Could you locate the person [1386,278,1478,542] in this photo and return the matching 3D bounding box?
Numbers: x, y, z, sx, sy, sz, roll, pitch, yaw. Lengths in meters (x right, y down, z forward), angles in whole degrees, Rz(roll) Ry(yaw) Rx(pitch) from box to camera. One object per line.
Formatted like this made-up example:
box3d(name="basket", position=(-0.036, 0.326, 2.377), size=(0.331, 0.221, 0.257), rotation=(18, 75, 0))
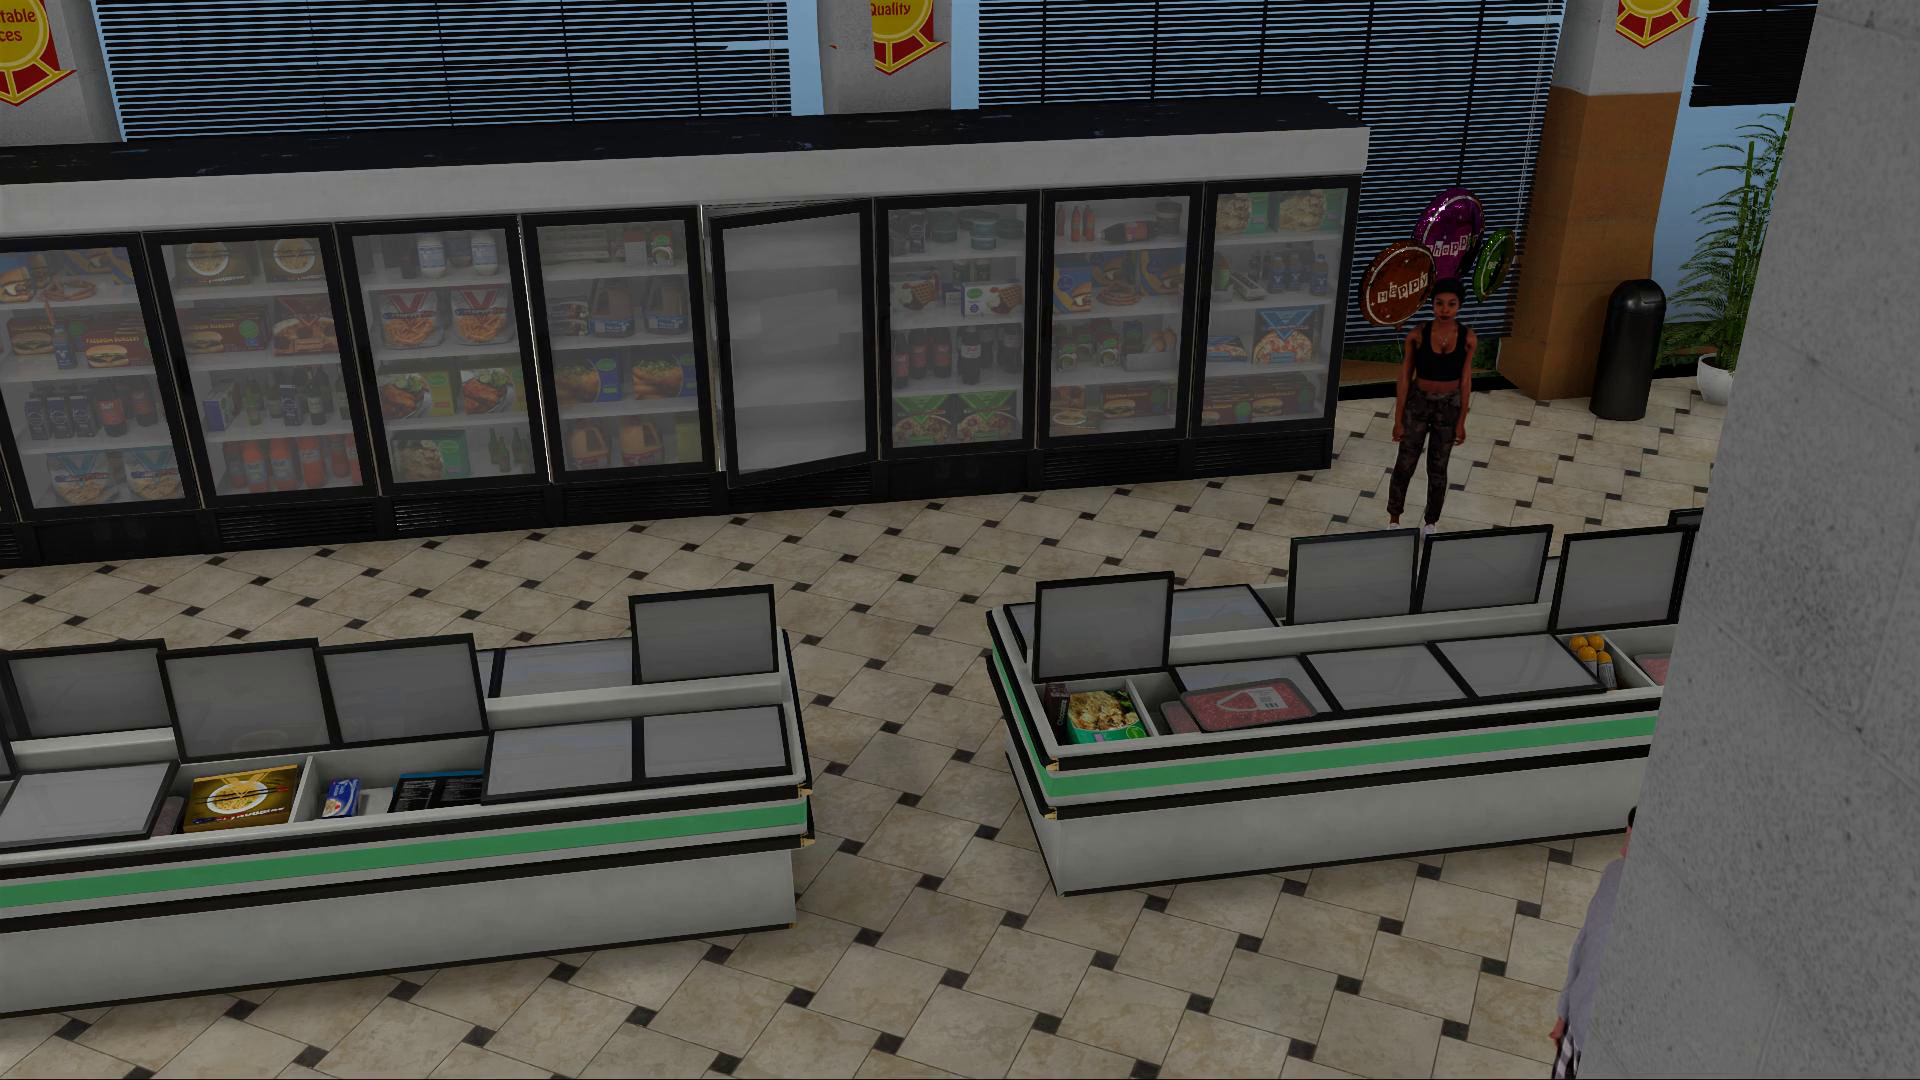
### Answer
box3d(name="person", position=(2.791, -0.741, 9.842), size=(0.569, 1.699, 0.707), rotation=(5, 27, 9))
